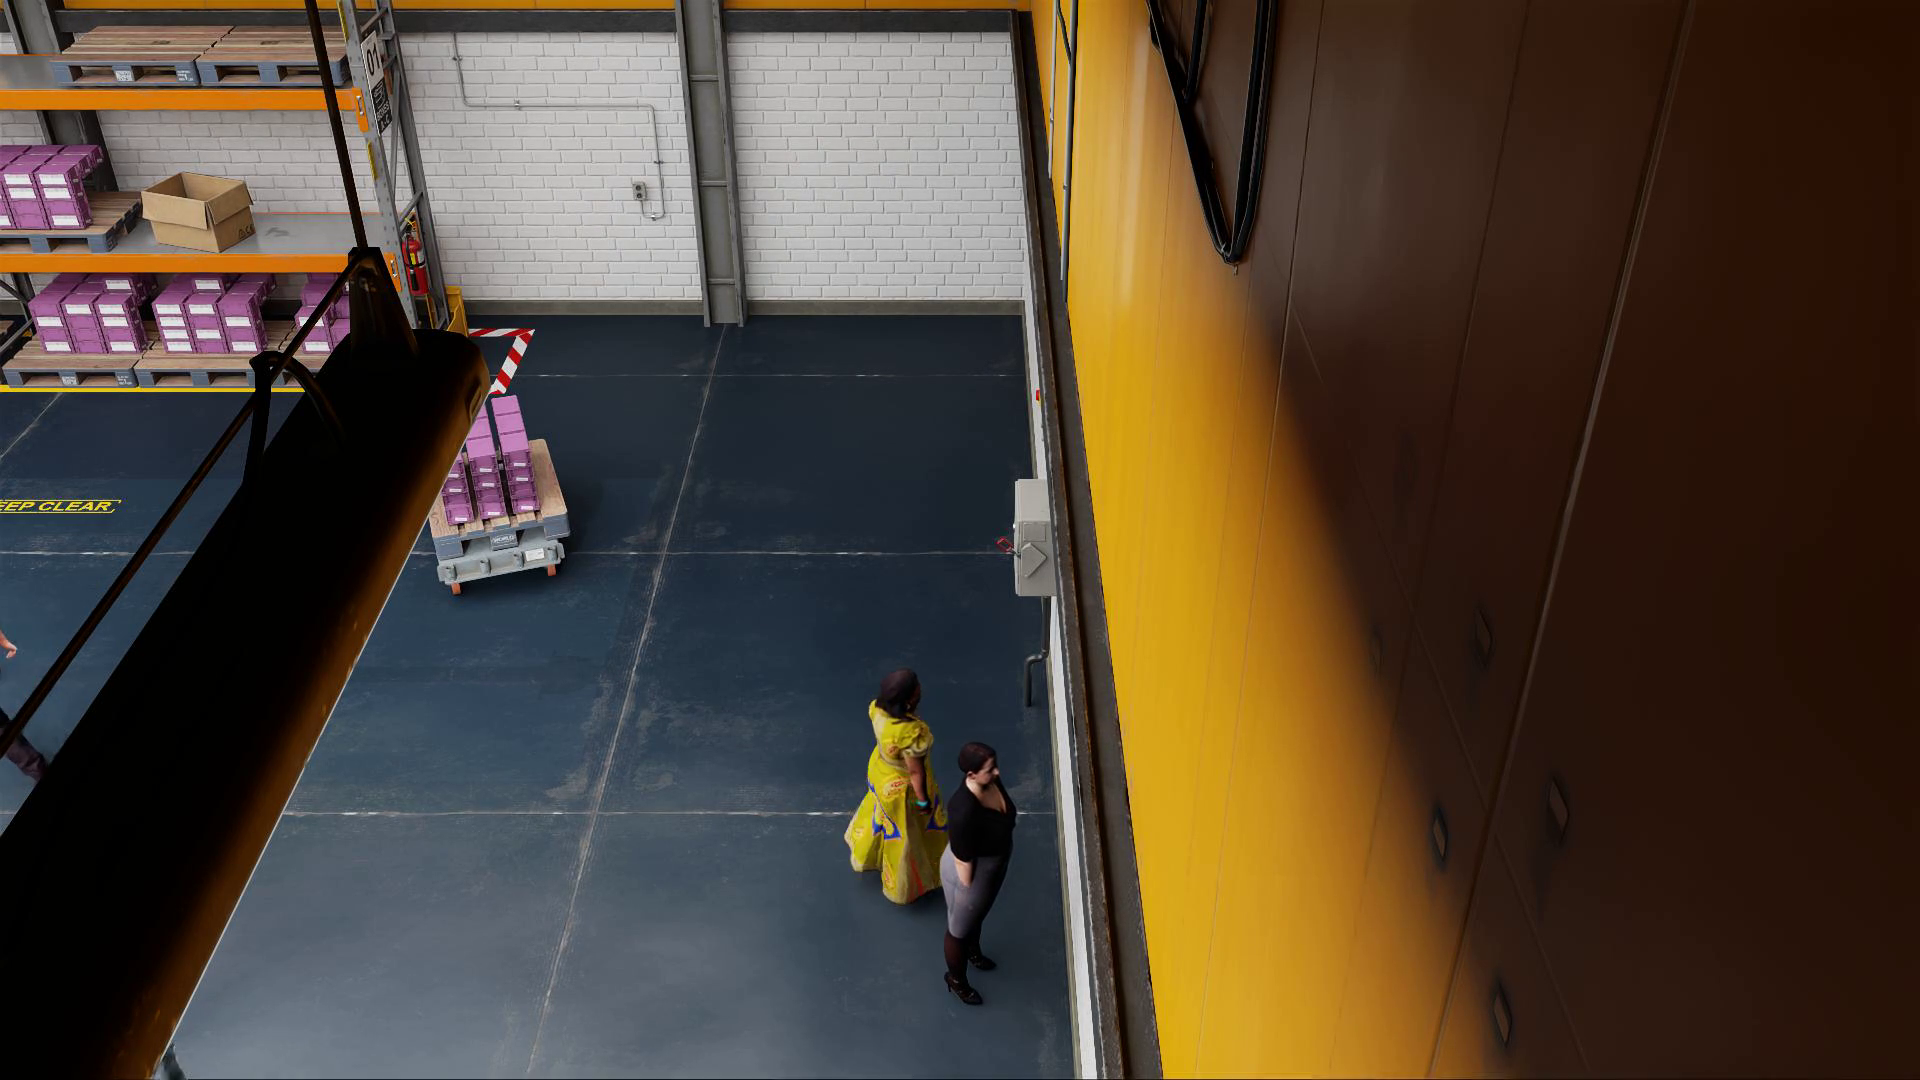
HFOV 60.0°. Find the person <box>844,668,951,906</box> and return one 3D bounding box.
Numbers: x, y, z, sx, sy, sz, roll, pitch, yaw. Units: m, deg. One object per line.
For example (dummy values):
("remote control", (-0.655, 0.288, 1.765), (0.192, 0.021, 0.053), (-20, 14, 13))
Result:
("person", (-0.362, 1.417, 9.759), (1.043, 1.653, 1.013), (-21, 39, -28))

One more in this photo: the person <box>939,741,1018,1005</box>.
("person", (0.065, 1.789, 9.103), (0.743, 1.759, 0.746), (11, 35, 16))

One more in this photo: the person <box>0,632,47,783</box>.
("person", (-6.242, 0.812, 10.538), (1.133, 1.798, 0.943), (16, 37, 23))
